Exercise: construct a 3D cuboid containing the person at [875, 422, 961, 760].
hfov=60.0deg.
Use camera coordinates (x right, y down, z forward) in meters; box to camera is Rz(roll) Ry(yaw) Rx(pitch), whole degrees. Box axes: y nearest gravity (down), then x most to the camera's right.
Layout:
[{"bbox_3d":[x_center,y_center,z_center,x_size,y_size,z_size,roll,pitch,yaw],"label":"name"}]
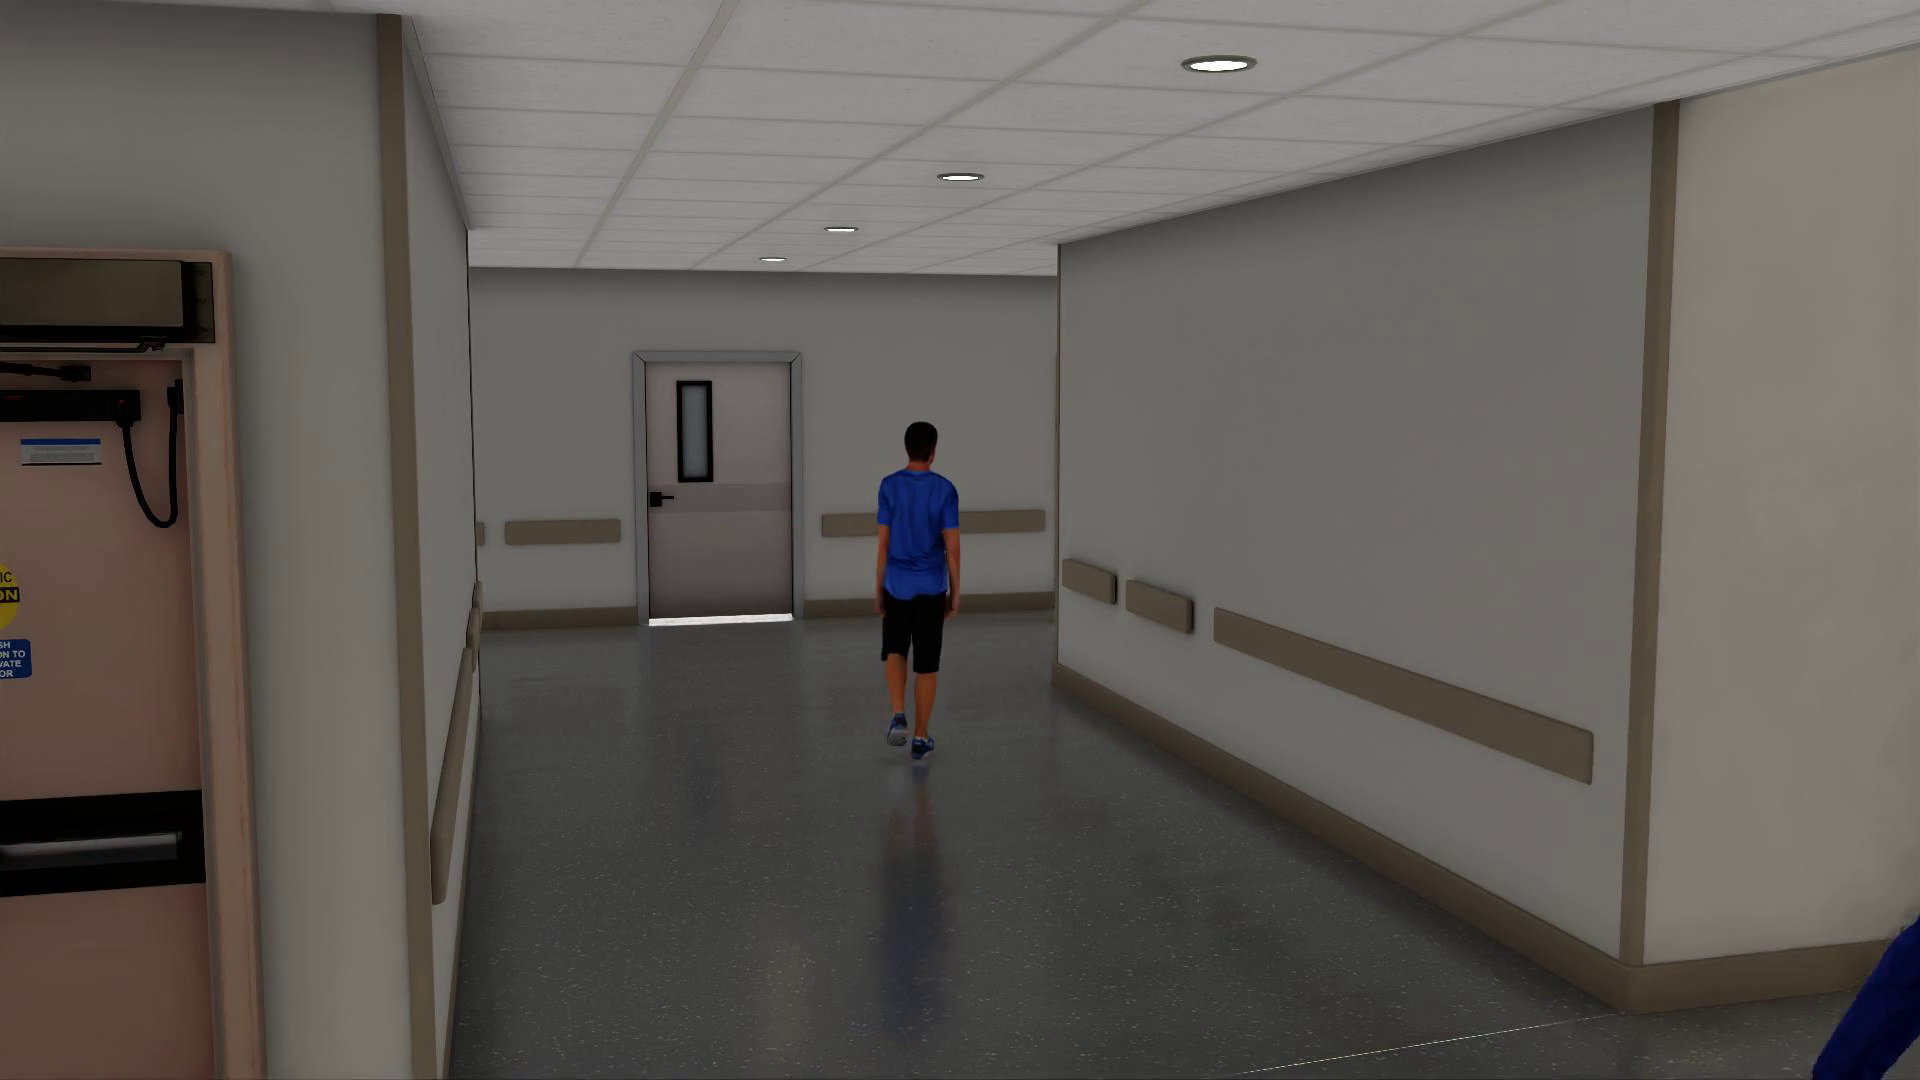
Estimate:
[{"bbox_3d":[-0.257,0.297,9.072,0.743,1.850,0.806,1,6,6],"label":"person"}]
